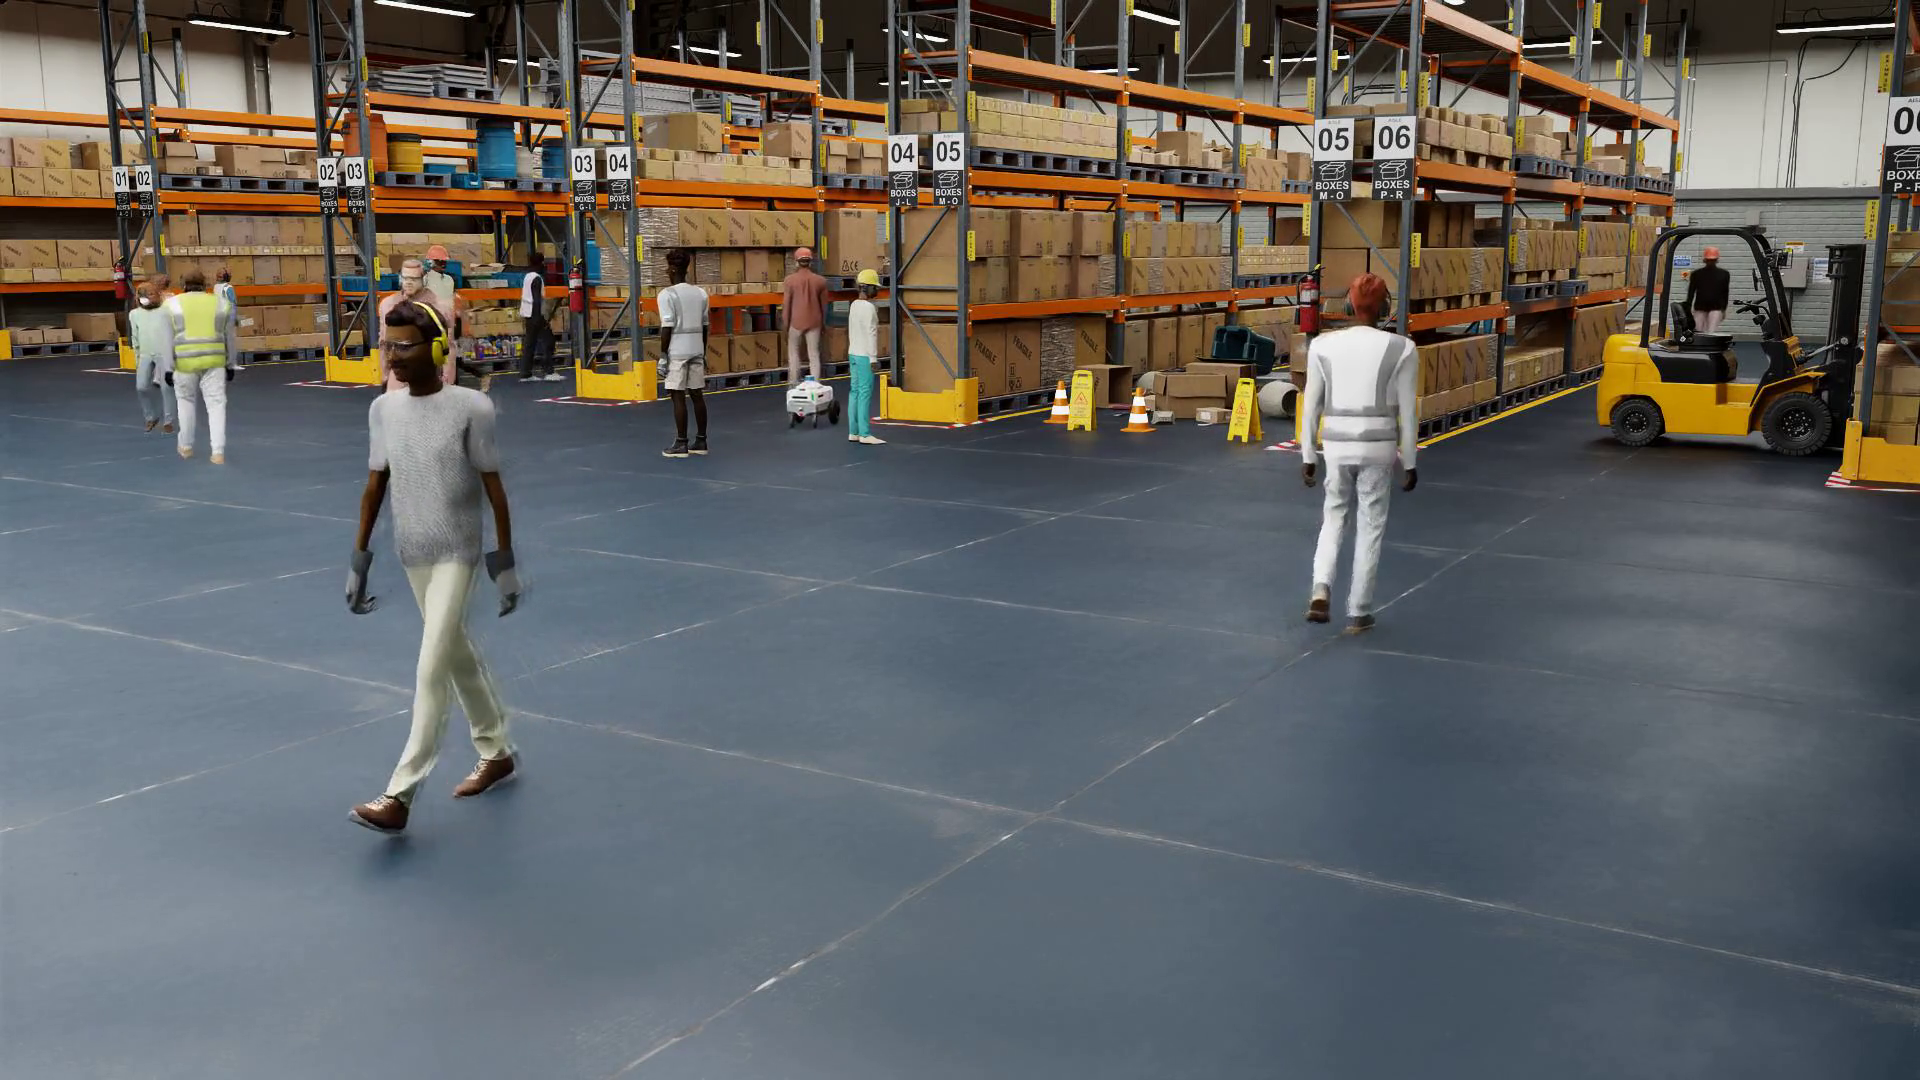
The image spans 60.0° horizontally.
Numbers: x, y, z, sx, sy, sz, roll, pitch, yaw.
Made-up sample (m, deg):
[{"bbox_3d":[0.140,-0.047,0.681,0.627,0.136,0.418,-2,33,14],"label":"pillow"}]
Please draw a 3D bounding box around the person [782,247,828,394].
[{"bbox_3d":[-2.060,-2.829,21.745,0.648,1.957,0.884,-4,11,-22],"label":"person"}]

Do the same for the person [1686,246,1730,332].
[{"bbox_3d":[12.137,-3.772,27.022,0.618,1.972,0.583,4,11,21],"label":"person"}]

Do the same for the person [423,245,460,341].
[{"bbox_3d":[-6.485,-2.671,20.775,0.386,1.992,0.625,4,11,21],"label":"person"}]

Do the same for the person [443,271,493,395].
[{"bbox_3d":[-6.416,-2.618,21.408,0.588,1.673,0.544,-6,12,-31],"label":"person"}]

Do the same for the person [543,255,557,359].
[{"bbox_3d":[-7.296,-4.060,29.022,0.599,1.827,0.404,6,12,31],"label":"person"}]

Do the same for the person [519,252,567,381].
[{"bbox_3d":[-6.131,-3.267,24.425,0.773,1.889,0.608,-5,11,-28],"label":"person"}]

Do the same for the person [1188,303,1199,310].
[{"bbox_3d":[4.836,-5.244,35.171,0.936,2.017,0.626,5,11,28],"label":"person"}]

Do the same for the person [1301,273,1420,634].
[{"bbox_3d":[2.057,-0.432,8.578,0.587,1.870,0.443,6,12,29],"label":"person"}]

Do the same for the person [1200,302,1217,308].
[{"bbox_3d":[5.539,-5.677,37.485,0.535,2.000,0.673,9,14,43],"label":"person"}]

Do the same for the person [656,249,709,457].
[{"bbox_3d":[-2.637,-1.768,15.798,0.362,1.963,0.613,7,13,36],"label":"person"}]

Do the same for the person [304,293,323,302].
[{"bbox_3d":[-12.047,-4.391,31.054,0.525,1.769,0.327,9,14,41],"label":"person"}]

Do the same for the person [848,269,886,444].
[{"bbox_3d":[-0.955,-1.849,16.833,0.337,1.761,0.526,-5,11,-25],"label":"person"}]

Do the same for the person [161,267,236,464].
[{"bbox_3d":[-7.083,-1.623,15.465,0.658,1.797,0.919,-7,12,-34],"label":"person"}]

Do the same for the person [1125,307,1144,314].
[{"bbox_3d":[3.222,-4.554,31.479,0.636,1.938,0.354,6,12,31],"label":"person"}]

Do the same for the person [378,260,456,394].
[{"bbox_3d":[-4.448,-1.341,13.620,0.669,1.887,0.418,1,10,5],"label":"person"}]

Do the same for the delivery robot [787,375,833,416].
[{"bbox_3d":[-1.666,-1.585,18.466,0.477,0.478,0.707,3,10,14],"label":"delivery robot"}]

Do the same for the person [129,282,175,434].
[{"bbox_3d":[-8.528,-1.917,17.628,0.498,1.617,0.404,0,10,-2],"label":"person"}]

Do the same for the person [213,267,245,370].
[{"bbox_3d":[-11.709,-3.525,26.560,0.525,1.639,0.307,7,12,34],"label":"person"}]

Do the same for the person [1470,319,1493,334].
[{"bbox_3d":[9.043,-4.017,28.733,0.565,1.846,0.390,2,10,11],"label":"person"}]

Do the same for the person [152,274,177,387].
[{"bbox_3d":[-11.266,-2.968,23.573,0.534,1.594,0.869,1,10,8],"label":"person"}]

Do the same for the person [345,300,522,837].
[{"bbox_3d":[-1.889,0.091,5.782,0.559,1.817,0.970,4,11,23],"label":"person"}]
